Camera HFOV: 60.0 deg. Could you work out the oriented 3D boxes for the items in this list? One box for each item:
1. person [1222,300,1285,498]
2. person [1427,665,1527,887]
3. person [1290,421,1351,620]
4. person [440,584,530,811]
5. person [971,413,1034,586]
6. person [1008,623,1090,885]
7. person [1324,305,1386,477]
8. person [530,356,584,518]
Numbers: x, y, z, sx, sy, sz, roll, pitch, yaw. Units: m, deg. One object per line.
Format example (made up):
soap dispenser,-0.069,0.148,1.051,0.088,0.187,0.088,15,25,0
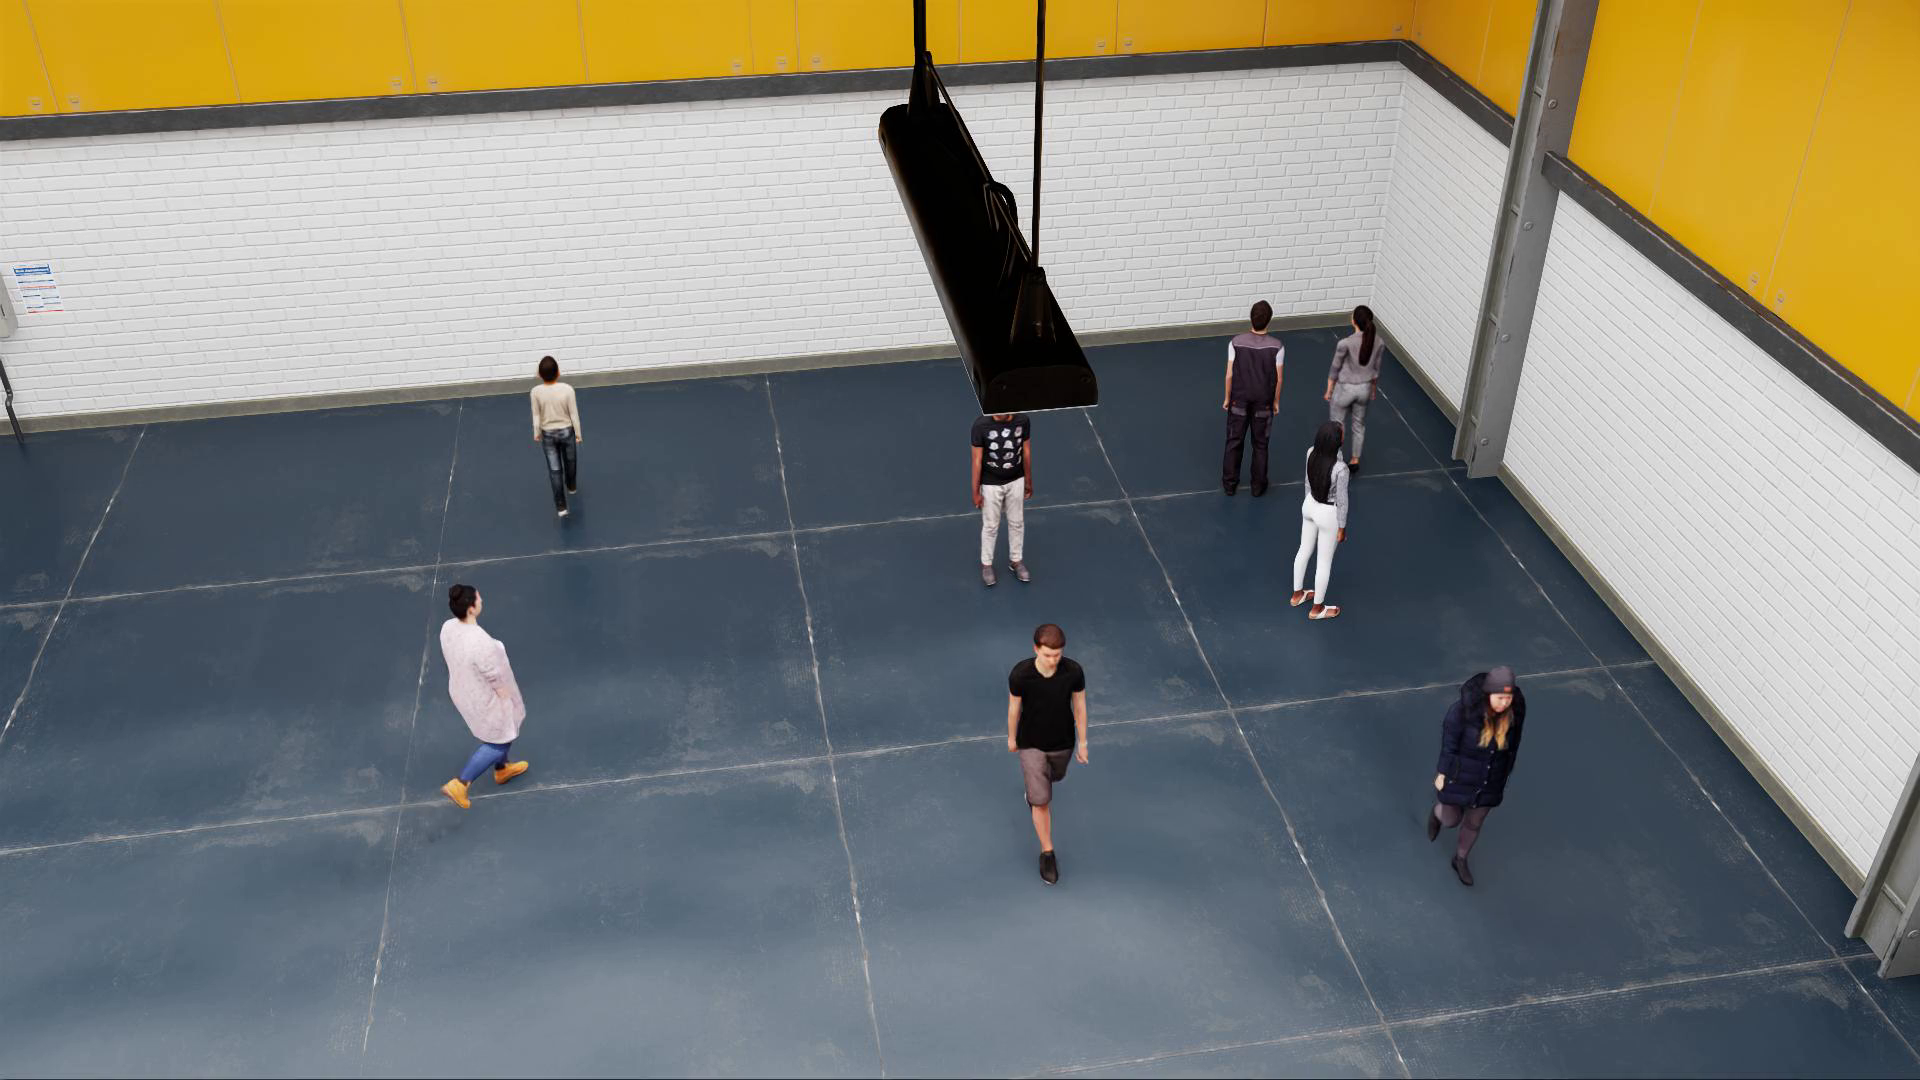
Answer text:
person,2.546,-1.224,14.503,0.723,1.848,0.710,7,34,11
person,3.260,1.445,10.656,0.710,1.661,0.827,-2,34,-3
person,2.841,-0.178,13.039,0.716,1.725,0.577,-18,38,-25
person,-3.270,1.074,11.157,1.040,1.723,1.024,-29,43,-36
person,0.335,-0.475,13.418,0.686,1.800,0.643,-9,35,-14
person,0.546,1.235,10.828,0.674,1.821,1.223,-5,34,-8
person,3.485,-1.299,14.772,0.628,1.675,0.591,-8,34,-12
person,-3.477,-0.876,14.342,0.587,1.446,0.978,-8,34,-11
